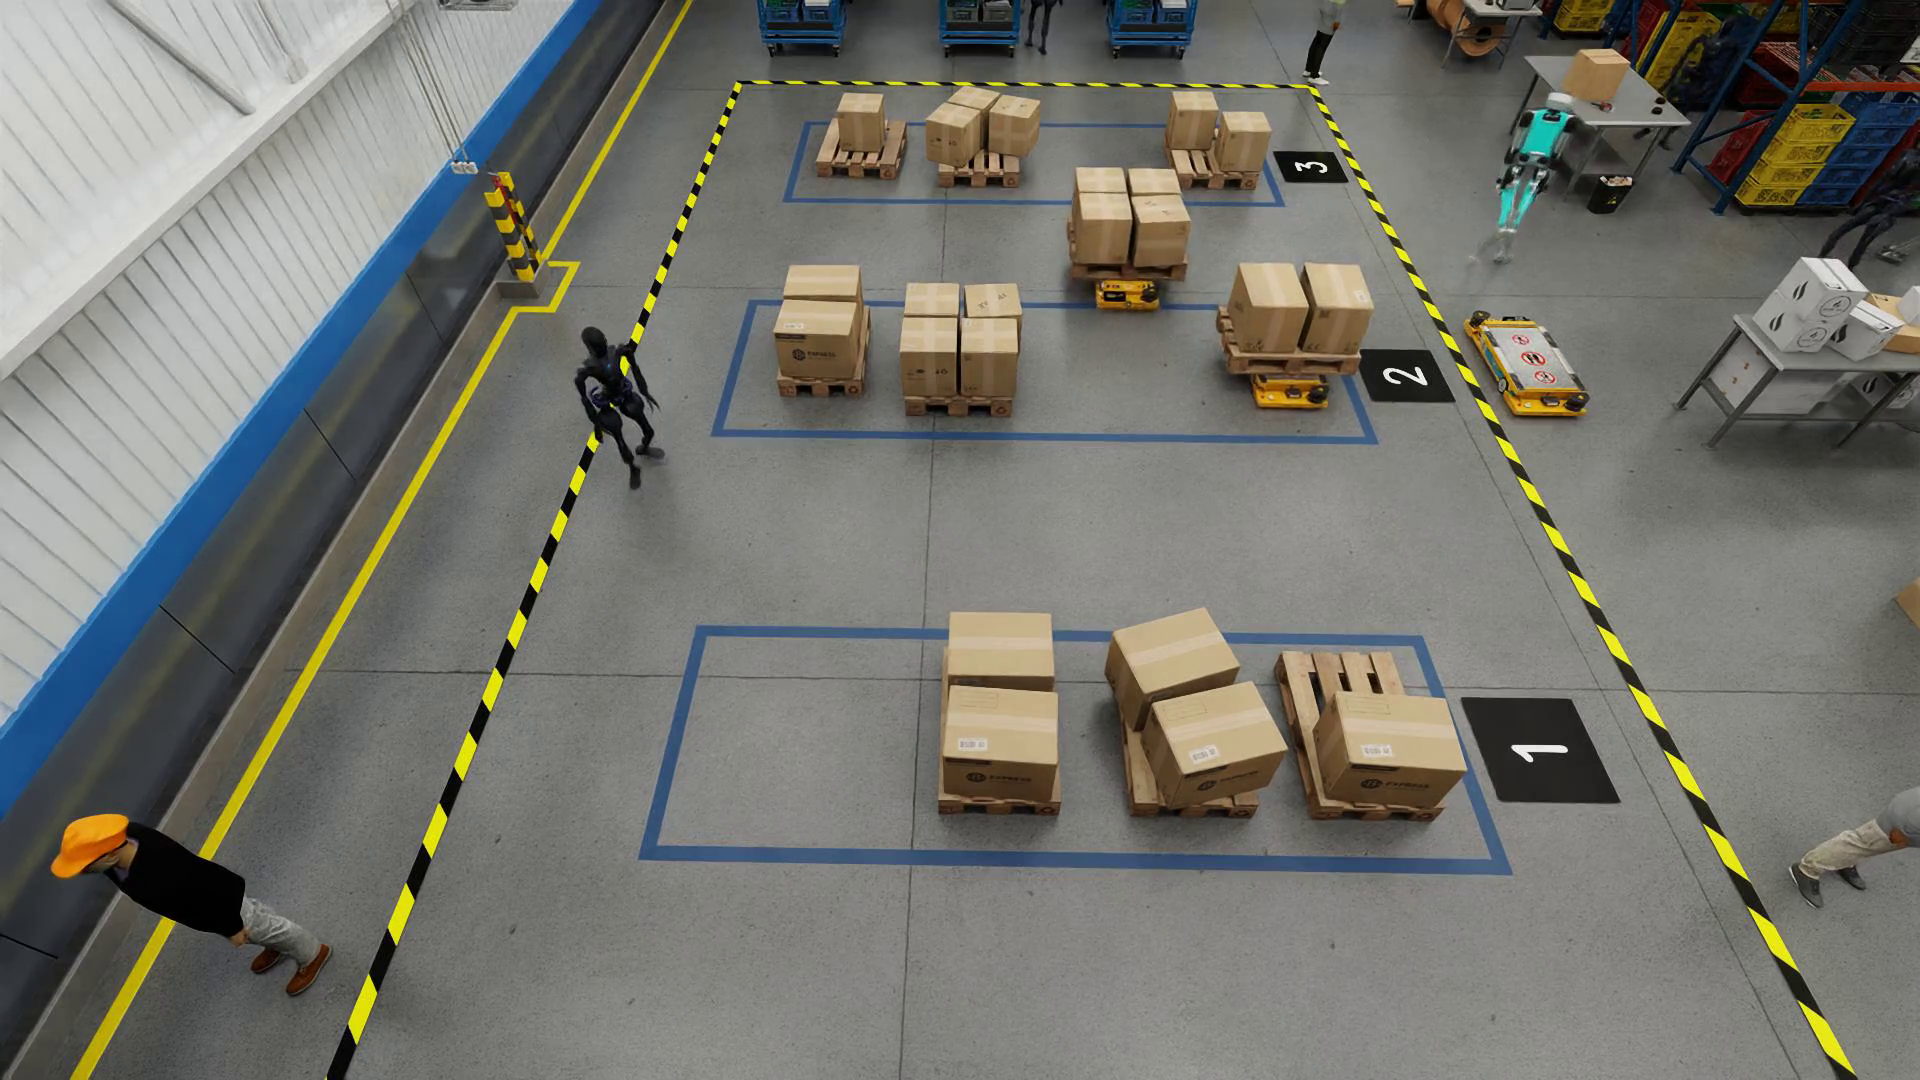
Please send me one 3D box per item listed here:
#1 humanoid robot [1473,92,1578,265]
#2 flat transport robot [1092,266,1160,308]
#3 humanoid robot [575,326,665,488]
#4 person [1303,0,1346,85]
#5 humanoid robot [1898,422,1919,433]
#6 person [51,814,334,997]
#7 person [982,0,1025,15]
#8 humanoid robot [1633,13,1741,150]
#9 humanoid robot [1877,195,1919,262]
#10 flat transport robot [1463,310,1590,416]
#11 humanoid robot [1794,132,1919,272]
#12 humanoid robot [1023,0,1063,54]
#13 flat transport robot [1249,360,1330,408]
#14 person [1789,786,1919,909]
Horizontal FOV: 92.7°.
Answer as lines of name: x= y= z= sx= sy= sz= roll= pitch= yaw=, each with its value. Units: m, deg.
humanoid robot: x=6.037 y=-3.754 z=9.803 sx=0.567 sy=1.751 sz=0.770 roll=14 pitch=51 yaw=12
flat transport robot: x=1.802 y=-3.070 z=10.173 sx=0.652 sy=0.197 sz=1.431 roll=1 pitch=49 yaw=1
humanoid robot: x=-2.846 y=-1.140 z=7.587 sx=0.462 sy=1.639 sz=0.593 roll=33 pitch=57 yaw=25
person: x=5.273 y=-7.446 z=12.932 sx=0.389 sy=1.852 sz=0.586 roll=0 pitch=49 yaw=0
humanoid robot: x=8.817 y=-1.794 z=8.111 sx=0.544 sy=1.726 sz=1.033 roll=1 pitch=49 yaw=1
person: x=-3.965 y=1.911 z=4.812 sx=0.586 sy=1.884 sz=0.362 roll=21 pitch=52 yaw=17
person: x=0.706 y=-9.292 z=14.489 sx=0.716 sy=1.912 sz=0.641 roll=-16 pitch=51 yaw=-14
humanoid robot: x=9.312 y=-5.837 z=11.658 sx=0.595 sy=1.646 sz=0.410 roll=27 pitch=54 yaw=21
humanoid robot: x=10.673 y=-3.777 z=9.764 sx=0.530 sy=1.702 sz=0.710 roll=-30 pitch=55 yaw=-23
flat transport robot: x=5.573 y=-1.757 z=9.054 sx=0.659 sy=0.231 sz=1.431 roll=1 pitch=49 yaw=1
humanoid robot: x=9.605 y=-3.469 z=9.609 sx=0.549 sy=1.644 sz=0.611 roll=10 pitch=50 yaw=8
humanoid robot: x=1.251 y=-8.231 z=13.735 sx=0.611 sy=1.632 sz=0.521 roll=-7 pitch=49 yaw=-6
flat transport robot: x=3.174 y=-1.851 z=9.117 sx=0.652 sy=0.197 sz=1.431 roll=1 pitch=49 yaw=1
person: x=5.492 y=1.559 z=5.191 sx=0.562 sy=1.768 sz=0.397 roll=-13 pitch=50 yaw=-11
